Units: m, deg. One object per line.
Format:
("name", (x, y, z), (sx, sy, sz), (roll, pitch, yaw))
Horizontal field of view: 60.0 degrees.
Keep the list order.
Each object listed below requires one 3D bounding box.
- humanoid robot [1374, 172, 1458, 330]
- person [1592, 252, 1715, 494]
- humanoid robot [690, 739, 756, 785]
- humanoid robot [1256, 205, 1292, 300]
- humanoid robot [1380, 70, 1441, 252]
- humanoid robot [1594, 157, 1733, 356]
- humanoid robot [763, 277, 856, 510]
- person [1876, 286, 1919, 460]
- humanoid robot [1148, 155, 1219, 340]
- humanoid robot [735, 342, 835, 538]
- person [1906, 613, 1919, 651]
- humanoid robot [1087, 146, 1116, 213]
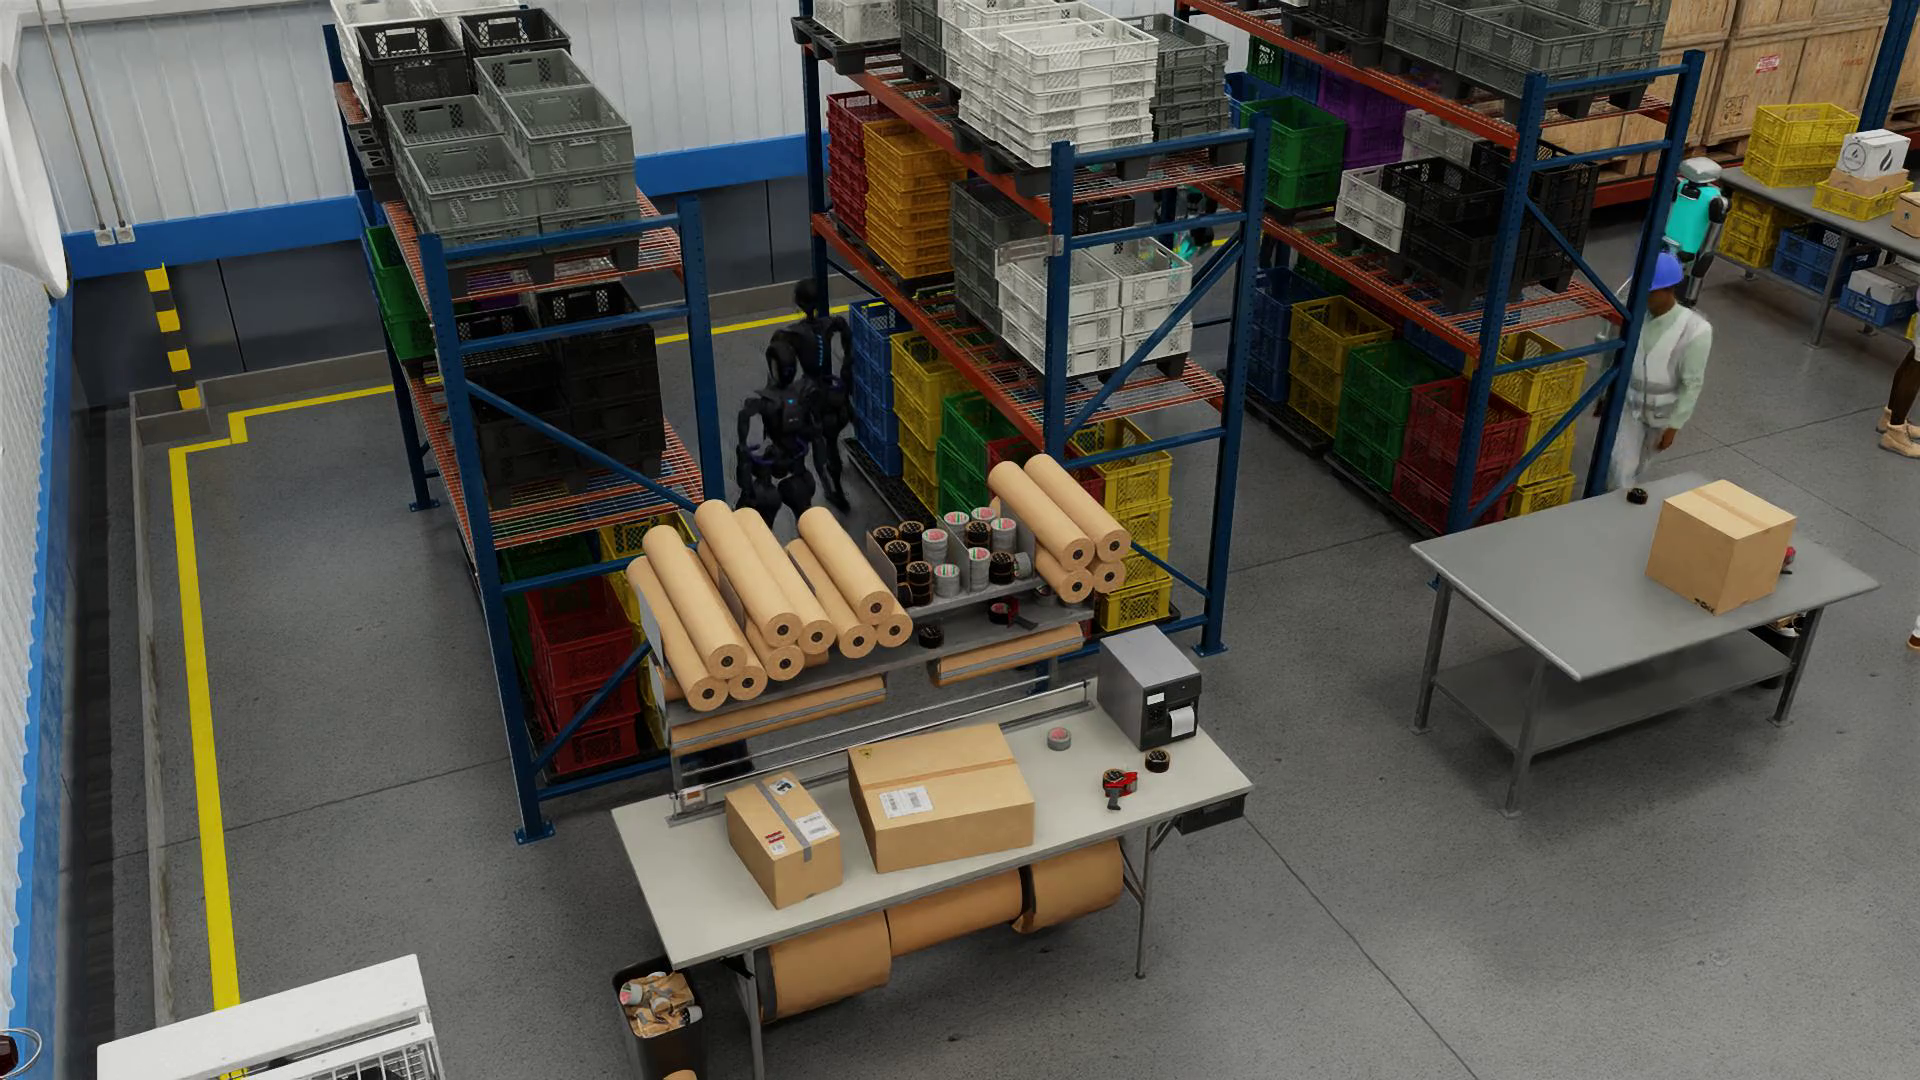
("humanoid robot", (3.310, -2.162, 12.136), (0.530, 1.779, 1.015), (-18, 36, -27))
("person", (4.026, -0.825, 9.764), (0.586, 1.885, 0.913), (14, 34, 22))
("humanoid robot", (-1.045, 0.874, 7.248), (0.762, 1.628, 0.602), (0, 32, 0))
("humanoid robot", (2.456, -2.573, 12.817), (0.374, 1.664, 0.601), (2, 32, 3))
("humanoid robot", (3.800, -3.097, 13.705), (0.800, 1.625, 0.588), (25, 39, 34))
("humanoid robot", (4.669, -1.728, 11.280), (0.737, 1.692, 0.530), (-10, 33, -16))
("humanoid robot", (-0.892, -0.804, 9.971), (0.587, 1.648, 0.546), (-18, 36, -26))
("person", (6.385, -1.522, 10.751), (0.378, 2.045, 0.604), (14, 34, 22))
("humanoid robot", (1.542, -2.238, 12.179), (0.540, 1.769, 0.682), (22, 38, 31))
("humanoid robot", (-0.978, -0.334, 9.214), (0.615, 1.621, 0.757), (-21, 37, -31))
("person", (5.449, -0.137, 8.665), (0.358, 1.877, 0.573), (-10, 33, -15))
("humanoid robot", (0.871, -2.475, 12.564), (0.971, 1.729, 0.546), (-7, 32, -12))
